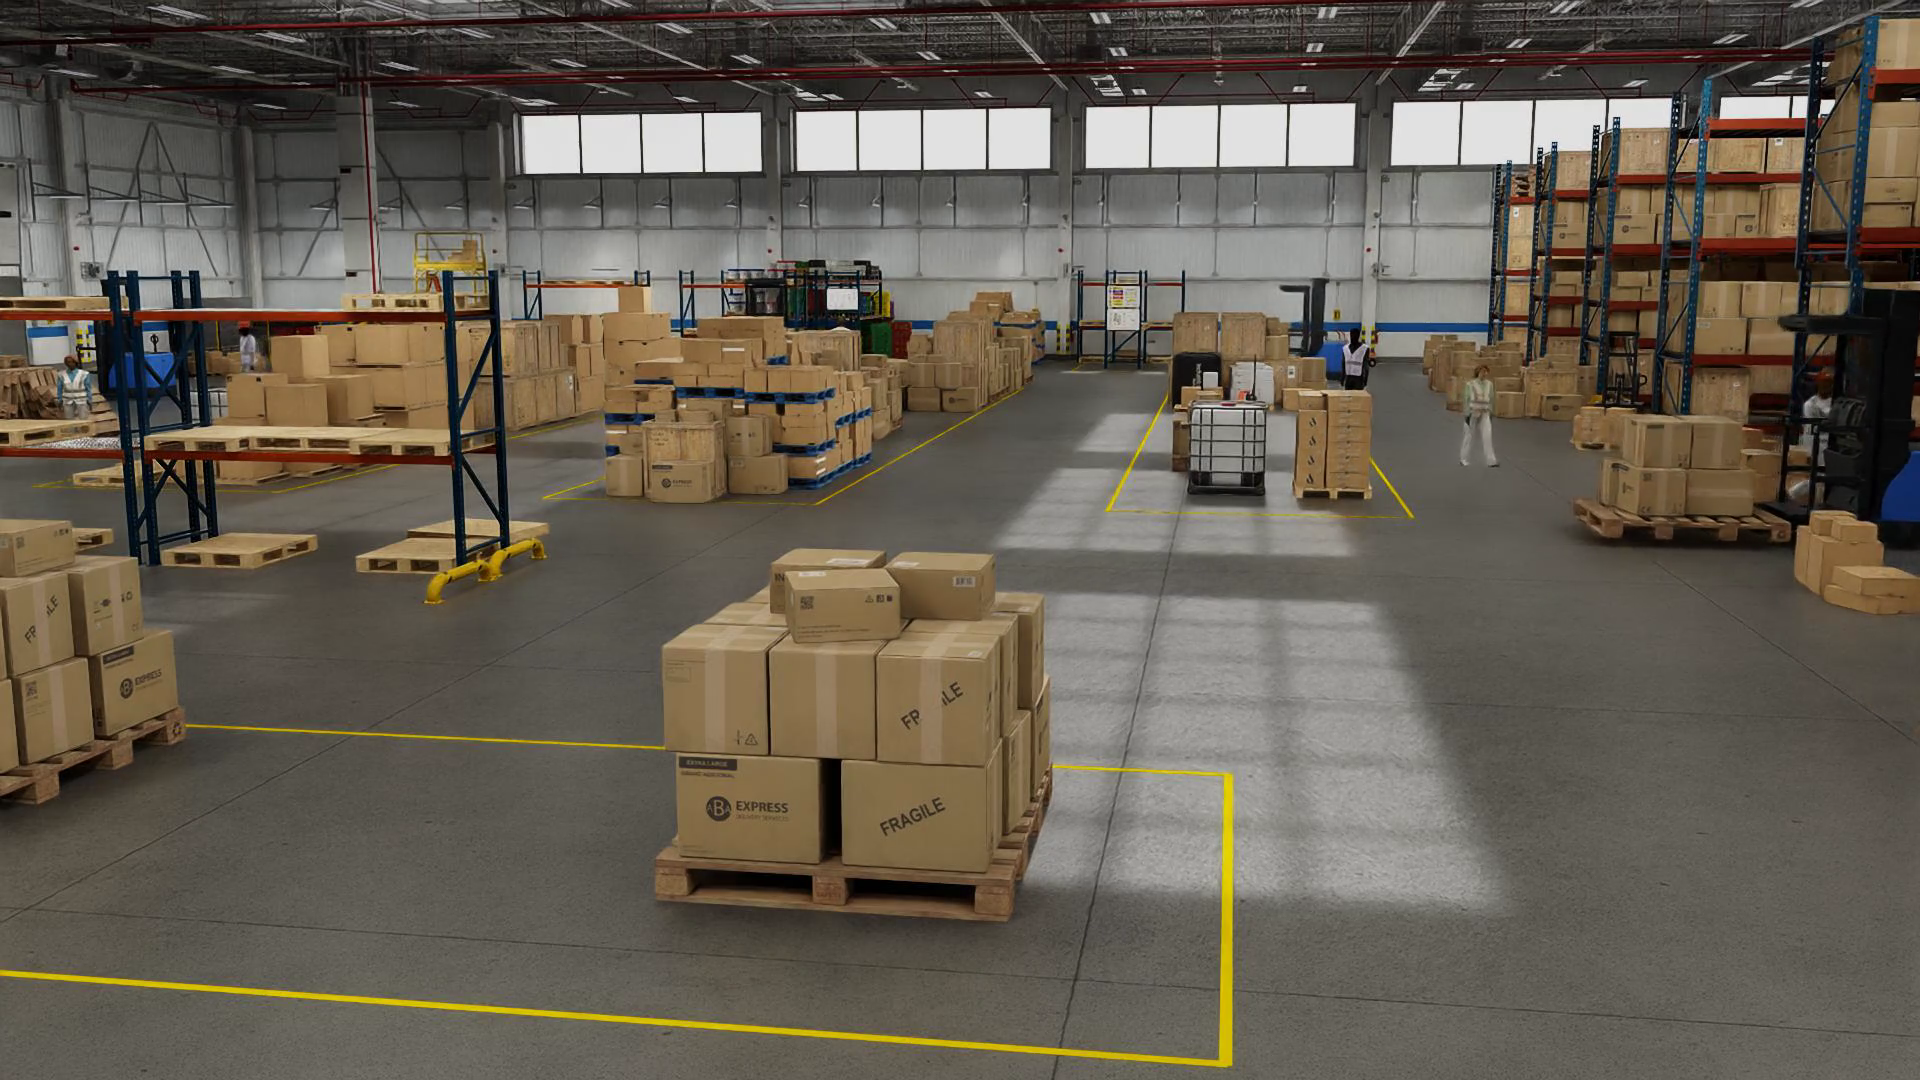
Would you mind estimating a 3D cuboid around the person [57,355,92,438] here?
[{"bbox_3d":[-14.752,-2.271,27.733,0.517,1.639,0.313,-2,10,-15],"label":"person"}]

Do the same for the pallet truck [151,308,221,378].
[{"bbox_3d":[-21.869,-5.598,47.154,0.823,1.965,1.885,4,10,26],"label":"pallet truck"}]

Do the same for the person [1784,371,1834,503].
[{"bbox_3d":[10.198,-1.104,19.876,0.632,1.854,0.733,-7,12,-38],"label":"person"}]

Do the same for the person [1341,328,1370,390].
[{"bbox_3d":[7.757,-3.199,32.638,0.592,1.911,0.385,9,13,43],"label":"person"}]

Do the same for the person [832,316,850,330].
[{"bbox_3d":[-2.846,-4.420,40.069,0.636,1.938,0.354,3,10,20],"label":"person"}]

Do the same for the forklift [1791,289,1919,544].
[{"bbox_3d":[10.229,-1.376,18.401,1.873,2.768,1.129,1,9,9],"label":"forklift"}]

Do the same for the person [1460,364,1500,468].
[{"bbox_3d":[8.013,-1.910,25.659,0.529,1.590,0.842,-2,9,-10],"label":"person"}]

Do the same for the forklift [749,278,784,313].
[{"bbox_3d":[-5.044,-5.448,43.514,1.129,2.768,1.873,-1,9,-6],"label":"forklift"}]

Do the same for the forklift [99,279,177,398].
[{"bbox_3d":[-19.606,-4.720,39.027,1.873,2.768,1.129,1,9,9],"label":"forklift"}]

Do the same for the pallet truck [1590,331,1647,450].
[{"bbox_3d":[11.253,-2.573,28.499,0.823,1.965,1.885,5,10,27],"label":"pallet truck"}]

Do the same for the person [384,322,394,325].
[{"bbox_3d":[-18.004,-6.353,52.052,0.631,1.924,0.671,5,10,26],"label":"person"}]

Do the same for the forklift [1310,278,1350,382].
[{"bbox_3d":[9.728,-5.714,45.153,1.873,2.768,1.129,1,9,9],"label":"forklift"}]

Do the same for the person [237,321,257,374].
[{"bbox_3d":[-16.124,-4.028,37.697,0.577,1.922,0.487,9,13,43],"label":"person"}]
